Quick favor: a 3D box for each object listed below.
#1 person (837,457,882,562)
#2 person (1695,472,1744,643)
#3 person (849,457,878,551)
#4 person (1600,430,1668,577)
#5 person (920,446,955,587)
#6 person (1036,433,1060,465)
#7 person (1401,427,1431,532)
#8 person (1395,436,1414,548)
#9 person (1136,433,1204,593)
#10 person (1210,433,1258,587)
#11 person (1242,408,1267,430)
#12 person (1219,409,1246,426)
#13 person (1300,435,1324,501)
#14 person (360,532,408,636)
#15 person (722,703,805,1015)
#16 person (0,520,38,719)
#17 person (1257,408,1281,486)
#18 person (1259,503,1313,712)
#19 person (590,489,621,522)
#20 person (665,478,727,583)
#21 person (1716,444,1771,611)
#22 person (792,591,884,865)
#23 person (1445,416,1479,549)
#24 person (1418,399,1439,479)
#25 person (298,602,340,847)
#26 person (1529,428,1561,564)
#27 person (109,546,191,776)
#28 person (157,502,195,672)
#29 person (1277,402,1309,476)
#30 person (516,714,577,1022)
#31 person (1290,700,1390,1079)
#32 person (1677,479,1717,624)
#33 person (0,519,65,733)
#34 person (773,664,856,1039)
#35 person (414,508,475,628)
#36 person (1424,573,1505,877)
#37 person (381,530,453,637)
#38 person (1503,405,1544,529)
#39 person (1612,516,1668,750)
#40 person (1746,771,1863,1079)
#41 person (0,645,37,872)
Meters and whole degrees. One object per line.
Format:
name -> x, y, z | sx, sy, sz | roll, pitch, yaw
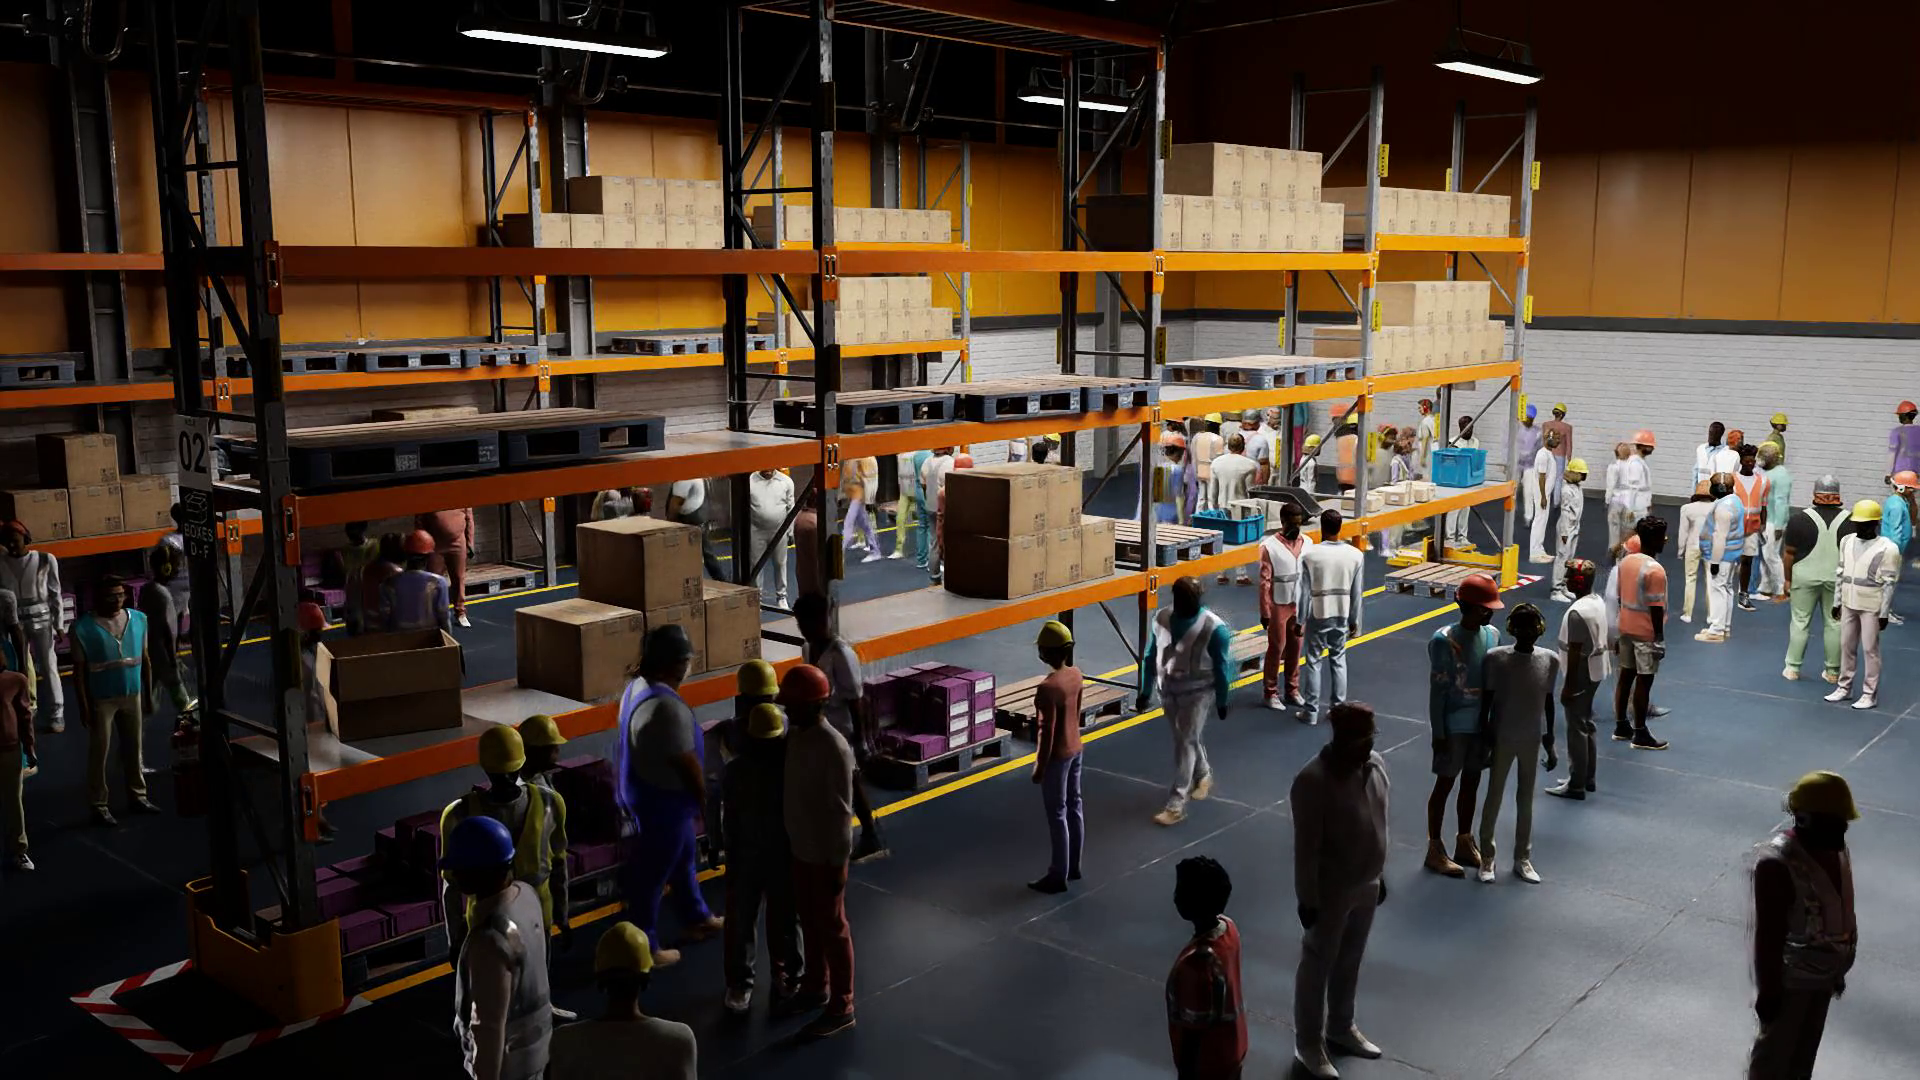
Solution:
person -> -1.464, -0.586, 22.285 | 1.003, 1.870, 0.617 | -5, 11, -26
person -> 8.148, 0.181, 17.838 | 0.429, 1.836, 0.632 | 7, 12, 34
person -> -1.356, -0.662, 23.449 | 0.268, 1.632, 0.507 | -9, 13, -43
person -> 8.768, -0.477, 21.507 | 0.797, 1.913, 0.561 | 4, 10, 22
person -> -0.141, -0.366, 20.469 | 0.538, 2.000, 0.684 | -9, 13, -42
person -> 1.260, -0.651, 23.012 | 0.325, 1.762, 0.524 | -7, 12, -35
person -> 6.710, -0.884, 24.875 | 0.811, 1.603, 0.518 | -7, 12, -35
person -> 6.192, -0.646, 23.365 | 0.323, 1.631, 0.526 | 0, 10, -2
person -> 2.489, -0.304, 20.287 | 0.969, 1.989, 0.615 | -2, 10, -9
person -> 3.443, -0.380, 20.858 | 0.635, 1.938, 0.360 | 7, 12, 34
person -> 4.576, -1.217, 25.942 | 0.591, 1.913, 0.397 | -7, 12, -37
person -> 4.751, -1.725, 28.581 | 0.685, 2.000, 0.535 | 4, 10, 23
person -> 4.746, -0.571, 22.618 | 0.363, 1.736, 0.488 | 0, 10, -2
person -> -4.774, 0.823, 14.034 | 0.635, 1.817, 0.439 | 9, 13, 44
person -> -1.034, 1.716, 8.965 | 0.487, 1.736, 0.326 | 0, 10, 0
person -> -8.453, 0.700, 14.728 | 0.568, 1.838, 0.385 | -1, 10, -4
person -> 4.673, -1.037, 24.926 | 0.652, 1.896, 0.402 | -6, 11, -34
person -> 2.953, 0.598, 15.120 | 0.597, 1.908, 0.402 | -6, 11, -31
person -> -4.016, -0.032, 19.092 | 0.429, 1.838, 0.621 | -2, 10, -13
person -> -3.230, -0.268, 19.886 | 1.061, 2.000, 0.692 | 1, 10, 3
person -> 9.114, -0.149, 19.396 | 0.603, 1.967, 0.366 | 1, 10, 4
person -> -0.915, 1.278, 11.036 | 0.959, 1.903, 0.622 | -5, 11, -27
person -> 7.085, -0.808, 23.511 | 0.583, 1.911, 0.394 | -6, 11, -31
person -> 7.684, -1.396, 27.271 | 0.418, 1.828, 0.562 | 7, 12, 34
person -> -4.480, 1.281, 11.539 | 0.462, 1.732, 0.592 | -4, 10, -23
person -> 7.904, -0.602, 22.494 | 0.345, 1.838, 0.509 | 5, 11, 26
person -> -6.332, 0.966, 13.177 | 0.533, 1.822, 0.792 | 9, 13, 43
person -> -7.724, 0.452, 16.610 | 0.317, 1.695, 0.540 | 5, 11, 28
person -> 6.317, -2.203, 31.573 | 0.612, 1.995, 0.379 | 4, 10, 22
person -> -2.189, 1.760, 8.696 | 0.314, 1.737, 0.486 | -1, 10, -5
person -> 1.938, 1.730, 8.363 | 0.651, 1.904, 0.403 | -8, 12, -39
person -> 8.347, 0.128, 18.732 | 0.501, 1.632, 0.290 | 3, 10, 20
person -> -8.045, 0.747, 14.330 | 0.585, 1.874, 0.361 | -3, 10, -19
person -> -0.780, 1.620, 8.788 | 0.409, 1.986, 0.620 | -6, 11, -32
person -> -5.691, 0.046, 18.406 | 0.639, 1.910, 0.407 | -5, 11, -26
person -> 3.373, 1.219, 11.038 | 0.606, 2.035, 0.405 | -6, 11, -30
person -> -4.361, 0.883, 13.403 | 0.544, 1.915, 0.476 | -1, 10, -4
person -> 8.679, -1.151, 25.623 | 0.599, 1.901, 1.022 | 3, 10, 16
person -> 5.726, 0.765, 13.941 | 0.368, 1.966, 0.602 | -1, 10, -8
person -> 3.774, 1.927, 7.459 | 0.631, 1.826, 0.403 | -7, 12, -35
person -> -6.396, 1.423, 11.005 | 0.498, 1.633, 0.283 | -7, 12, -36
